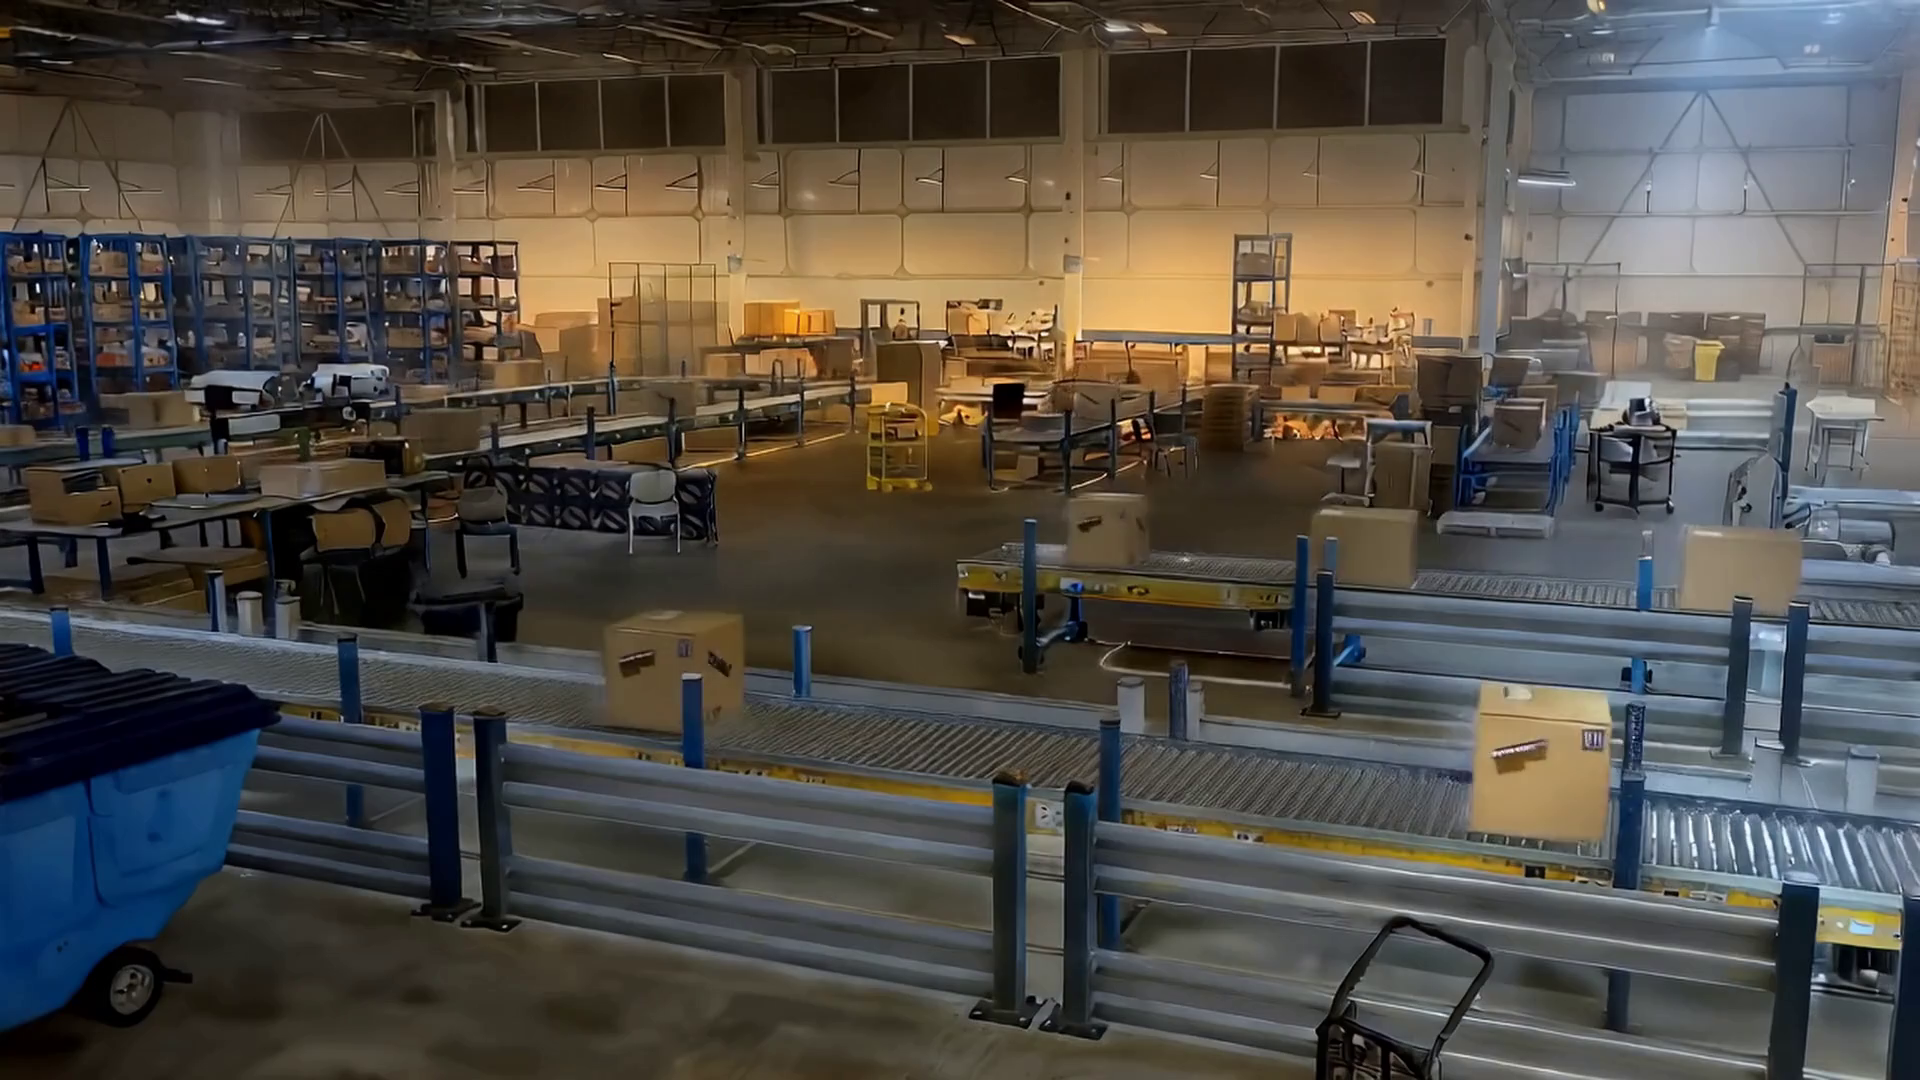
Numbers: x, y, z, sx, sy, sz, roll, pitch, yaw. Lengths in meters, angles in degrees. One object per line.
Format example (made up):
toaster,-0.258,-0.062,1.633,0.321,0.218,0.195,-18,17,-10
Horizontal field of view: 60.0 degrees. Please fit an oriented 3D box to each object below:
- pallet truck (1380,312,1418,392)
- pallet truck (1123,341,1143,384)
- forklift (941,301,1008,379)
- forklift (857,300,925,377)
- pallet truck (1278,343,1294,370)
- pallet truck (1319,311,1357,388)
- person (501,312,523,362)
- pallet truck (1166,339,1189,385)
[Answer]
pallet truck,10.207,-4.283,38.369,0.823,1.965,1.885,3,10,20
pallet truck,4.445,-4.380,41.279,0.680,1.201,1.601,4,10,22
forklift,0.365,-4.966,41.571,1.157,1.987,2.680,3,10,20
forklift,-1.732,-5.109,42.468,1.157,1.987,2.680,4,10,22
pallet truck,7.886,-4.163,39.743,0.653,1.274,1.630,4,10,22
pallet truck,9.071,-4.419,39.190,0.823,1.965,1.885,5,10,26
person,-11.012,-4.663,40.875,0.630,1.941,1.053,-7,12,-36
pallet truck,5.418,-4.269,40.420,0.704,1.261,1.522,3,10,20
